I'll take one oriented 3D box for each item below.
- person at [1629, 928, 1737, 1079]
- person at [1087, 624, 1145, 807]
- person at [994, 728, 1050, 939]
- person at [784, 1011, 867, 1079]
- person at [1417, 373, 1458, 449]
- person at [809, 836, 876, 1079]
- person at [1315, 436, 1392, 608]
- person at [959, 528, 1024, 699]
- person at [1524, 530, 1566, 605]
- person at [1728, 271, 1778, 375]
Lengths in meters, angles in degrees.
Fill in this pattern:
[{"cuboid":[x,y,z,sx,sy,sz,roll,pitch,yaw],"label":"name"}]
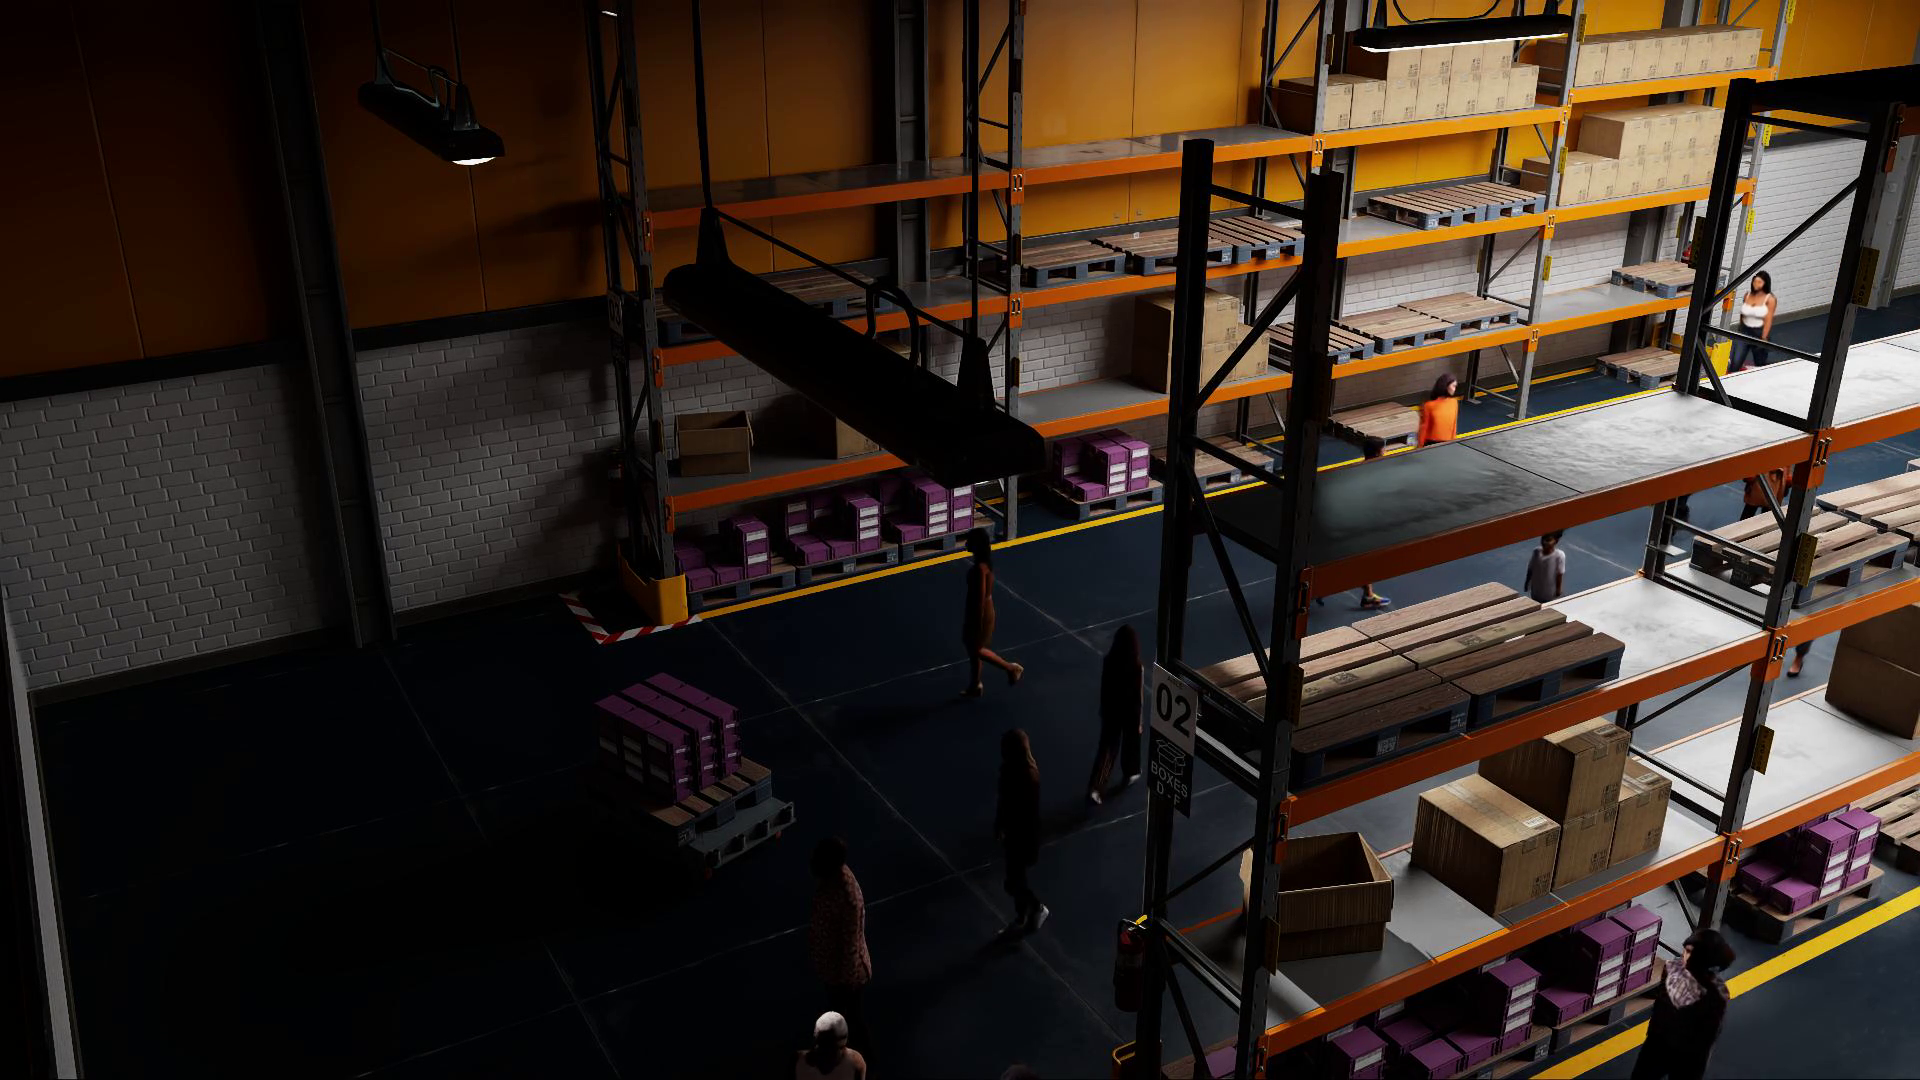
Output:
[{"cuboid":[4.223,2.953,9.654,0.611,1.707,0.574,-12,26,-26],"label":"person"},{"cuboid":[1.254,1.431,13.356,0.908,1.530,1.145,13,27,27],"label":"person"},{"cuboid":[0.492,2.062,11.705,0.633,1.696,0.655,-11,26,-23],"label":"person"},{"cuboid":[-0.725,3.210,9.119,0.945,1.664,0.930,1,24,2],"label":"person"},{"cuboid":[5.333,-1.055,18.808,0.575,1.719,0.769,-4,24,-10],"label":"person"},{"cuboid":[-0.724,2.598,10.347,0.613,1.801,0.697,-10,26,-22],"label":"person"},{"cuboid":[3.934,-0.132,16.540,1.206,1.844,0.930,-2,24,-6],"label":"person"},{"cuboid":[0.257,0.685,14.884,0.908,1.673,0.774,-1,24,-3],"label":"person"},{"cuboid":[5.676,0.396,16.073,0.556,1.250,0.560,20,31,38],"label":"person"},{"cuboid":[10.873,-2.772,22.666,1.218,1.774,0.766,-18,29,-35],"label":"person"}]
